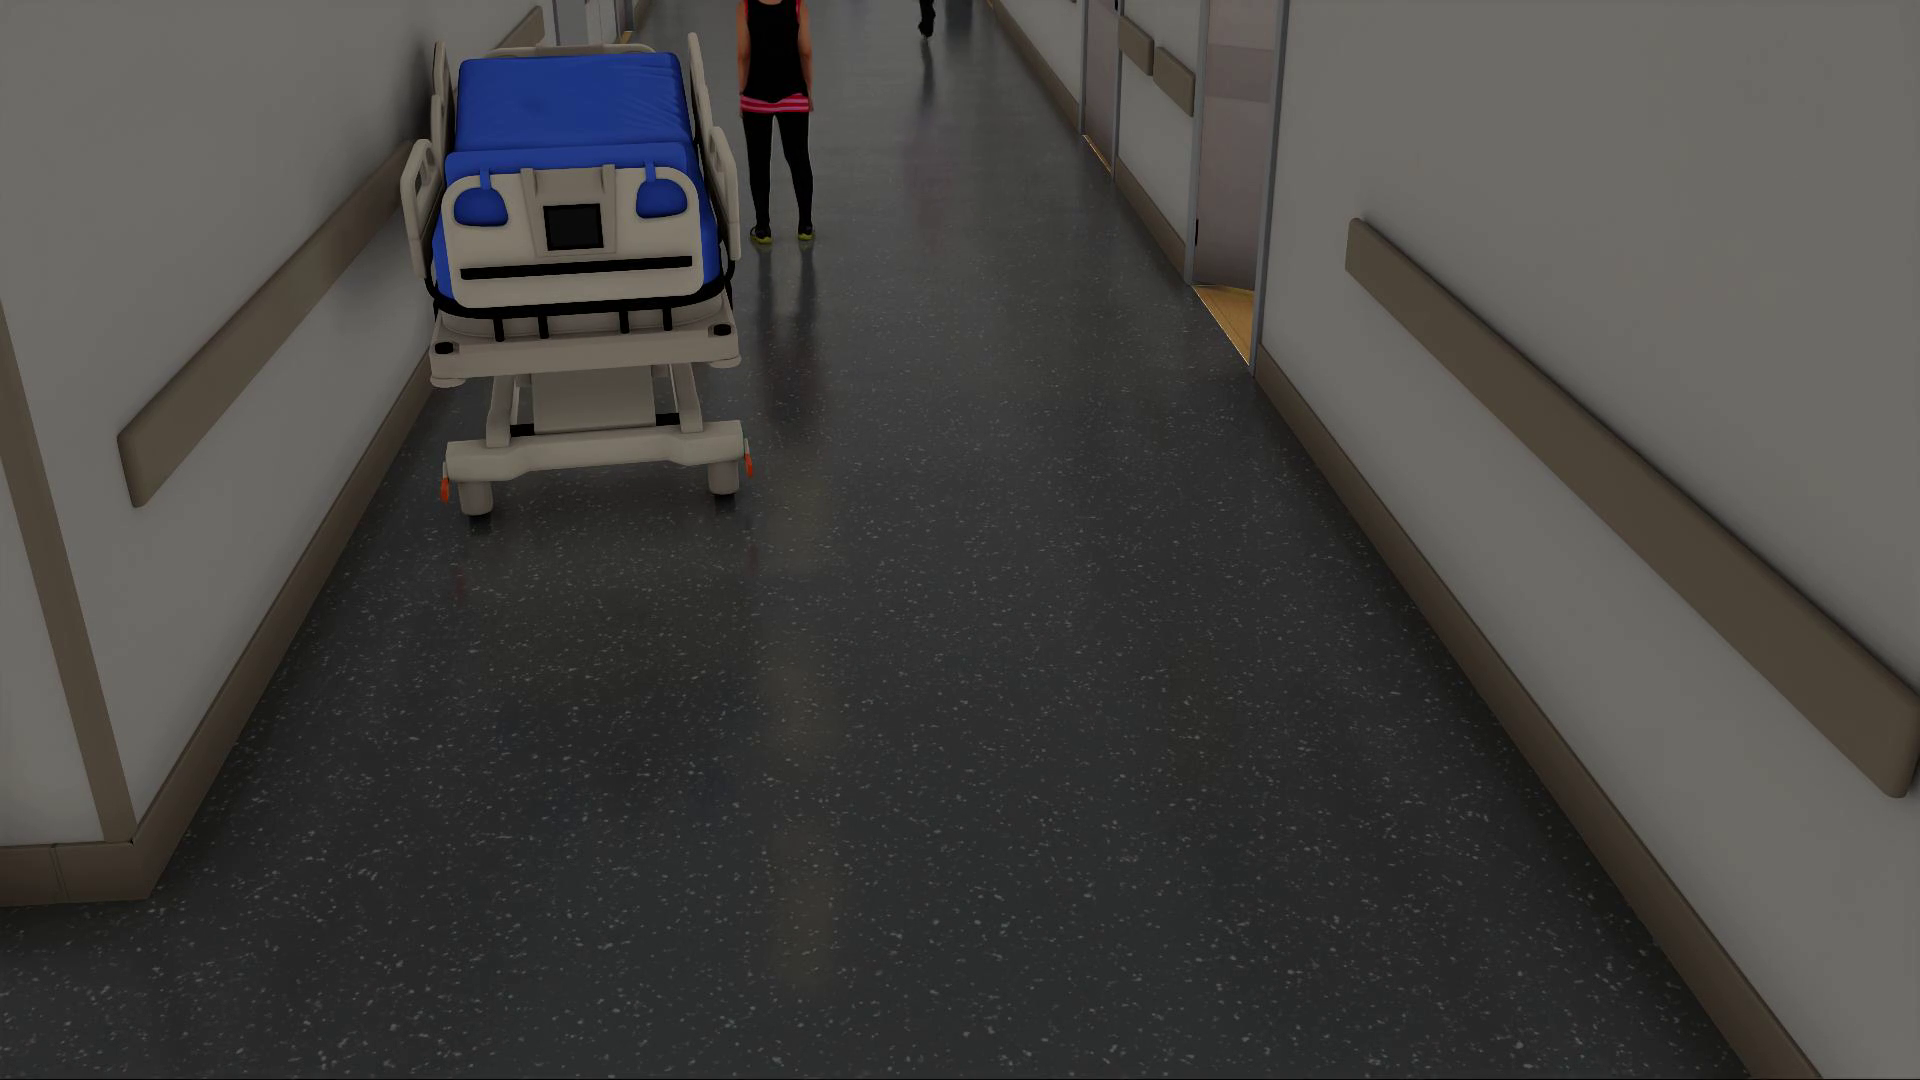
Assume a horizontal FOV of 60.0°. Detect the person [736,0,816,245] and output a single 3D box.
[{"bbox_3d":[-0.976,-2.350,8.748,0.475,1.553,0.633,-6,26,-12],"label":"person"}]
